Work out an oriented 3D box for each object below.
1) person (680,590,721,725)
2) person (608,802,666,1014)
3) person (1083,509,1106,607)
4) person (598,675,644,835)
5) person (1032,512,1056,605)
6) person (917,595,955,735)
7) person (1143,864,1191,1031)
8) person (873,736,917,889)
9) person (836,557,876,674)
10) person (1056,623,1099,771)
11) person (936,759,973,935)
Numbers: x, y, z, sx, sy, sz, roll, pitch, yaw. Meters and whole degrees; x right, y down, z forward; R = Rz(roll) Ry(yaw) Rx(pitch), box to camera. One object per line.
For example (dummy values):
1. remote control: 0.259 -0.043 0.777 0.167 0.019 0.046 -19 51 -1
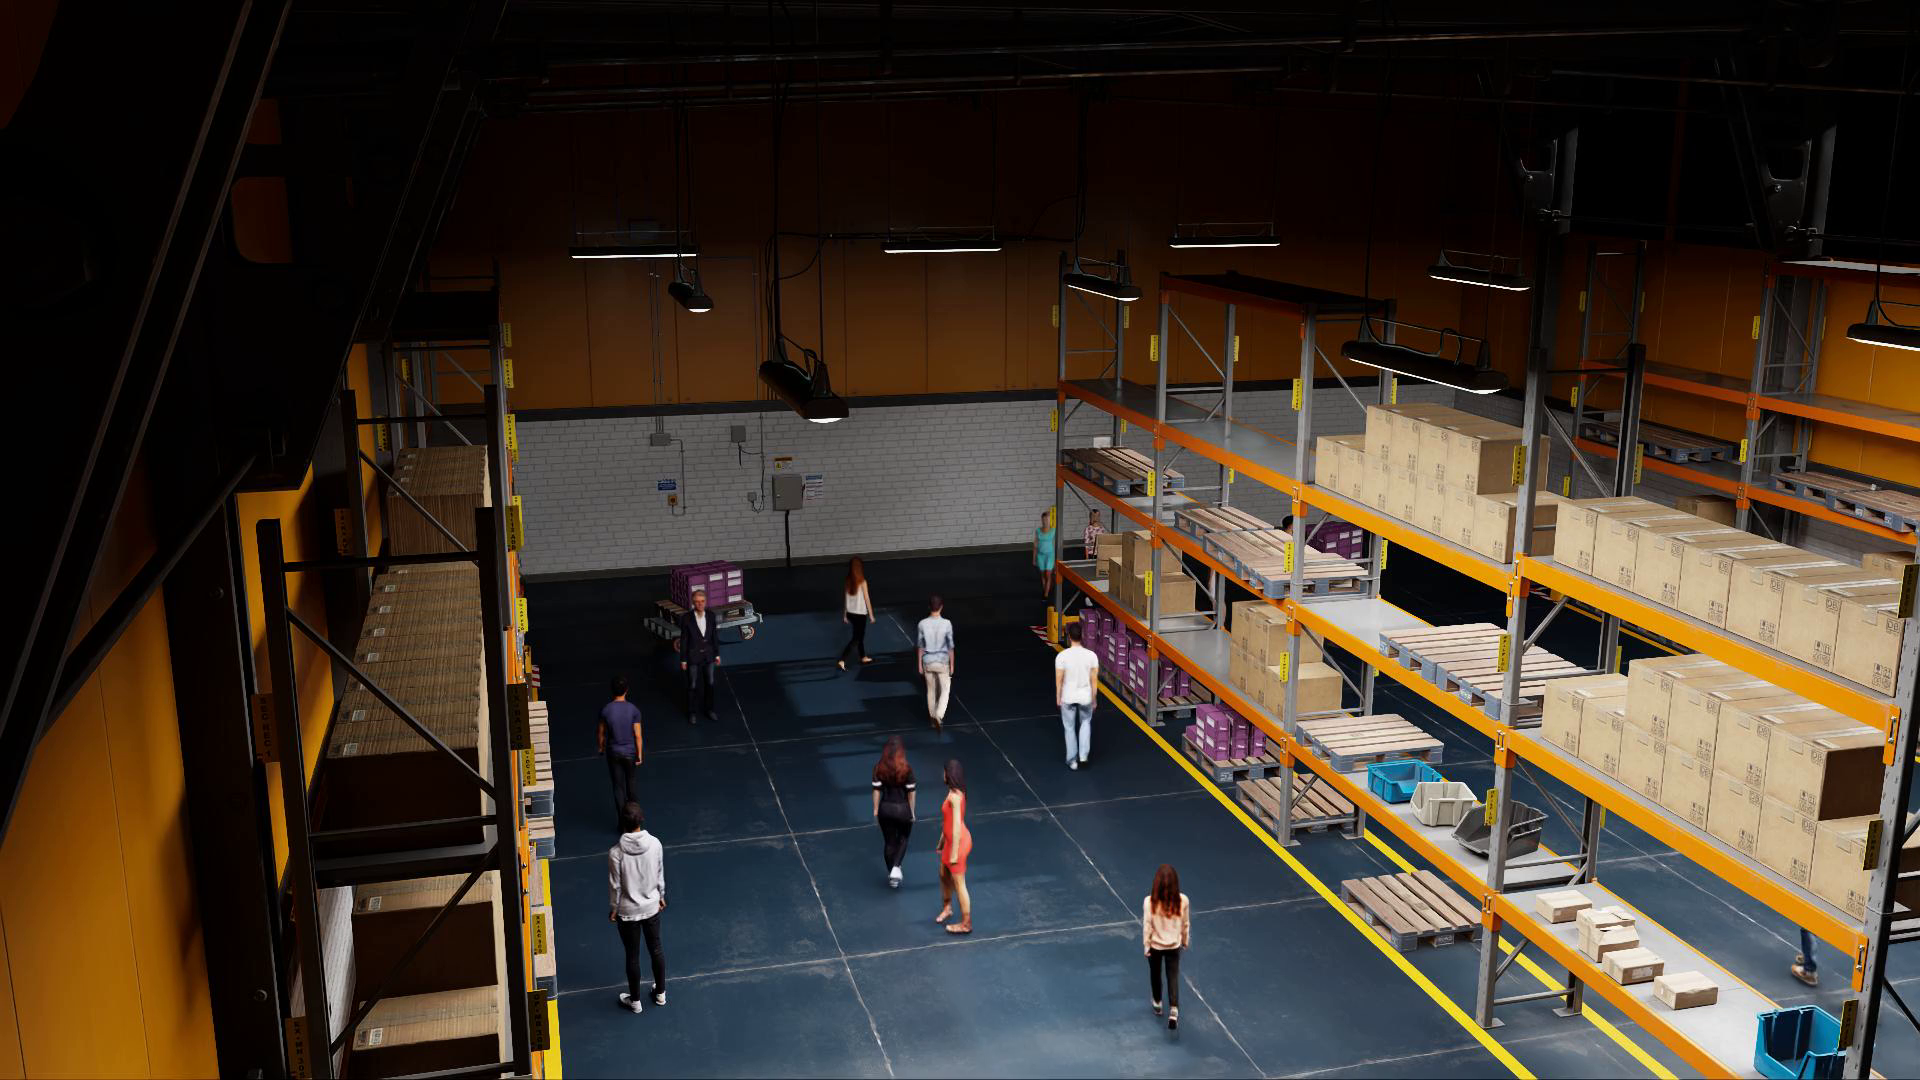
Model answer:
1. person: -3.468 1.532 22.238 0.731 1.814 0.638 -6 15 -24
2. person: -2.869 3.263 14.846 0.747 1.928 0.687 -9 16 -32
3. person: 2.242 0.273 27.818 0.623 1.634 0.607 -8 16 -31
4. person: -3.794 2.434 18.626 0.642 1.760 0.898 -4 14 -15
5. person: 1.455 0.278 28.027 0.861 1.526 1.014 5 14 19
6. person: -0.327 1.648 21.721 0.906 1.830 1.100 2 14 8
7. person: 1.802 3.573 14.556 0.685 1.462 0.958 -1 14 -3
8. person: -0.680 2.845 17.221 0.704 1.623 0.720 1 14 5
9. person: -1.551 1.121 24.195 0.977 1.691 1.091 -12 18 -41
10. person: 1.447 1.951 20.421 0.721 1.854 0.684 -1 14 -5
11. person: -0.023 3.003 16.416 0.718 1.694 0.527 -5 15 -20
